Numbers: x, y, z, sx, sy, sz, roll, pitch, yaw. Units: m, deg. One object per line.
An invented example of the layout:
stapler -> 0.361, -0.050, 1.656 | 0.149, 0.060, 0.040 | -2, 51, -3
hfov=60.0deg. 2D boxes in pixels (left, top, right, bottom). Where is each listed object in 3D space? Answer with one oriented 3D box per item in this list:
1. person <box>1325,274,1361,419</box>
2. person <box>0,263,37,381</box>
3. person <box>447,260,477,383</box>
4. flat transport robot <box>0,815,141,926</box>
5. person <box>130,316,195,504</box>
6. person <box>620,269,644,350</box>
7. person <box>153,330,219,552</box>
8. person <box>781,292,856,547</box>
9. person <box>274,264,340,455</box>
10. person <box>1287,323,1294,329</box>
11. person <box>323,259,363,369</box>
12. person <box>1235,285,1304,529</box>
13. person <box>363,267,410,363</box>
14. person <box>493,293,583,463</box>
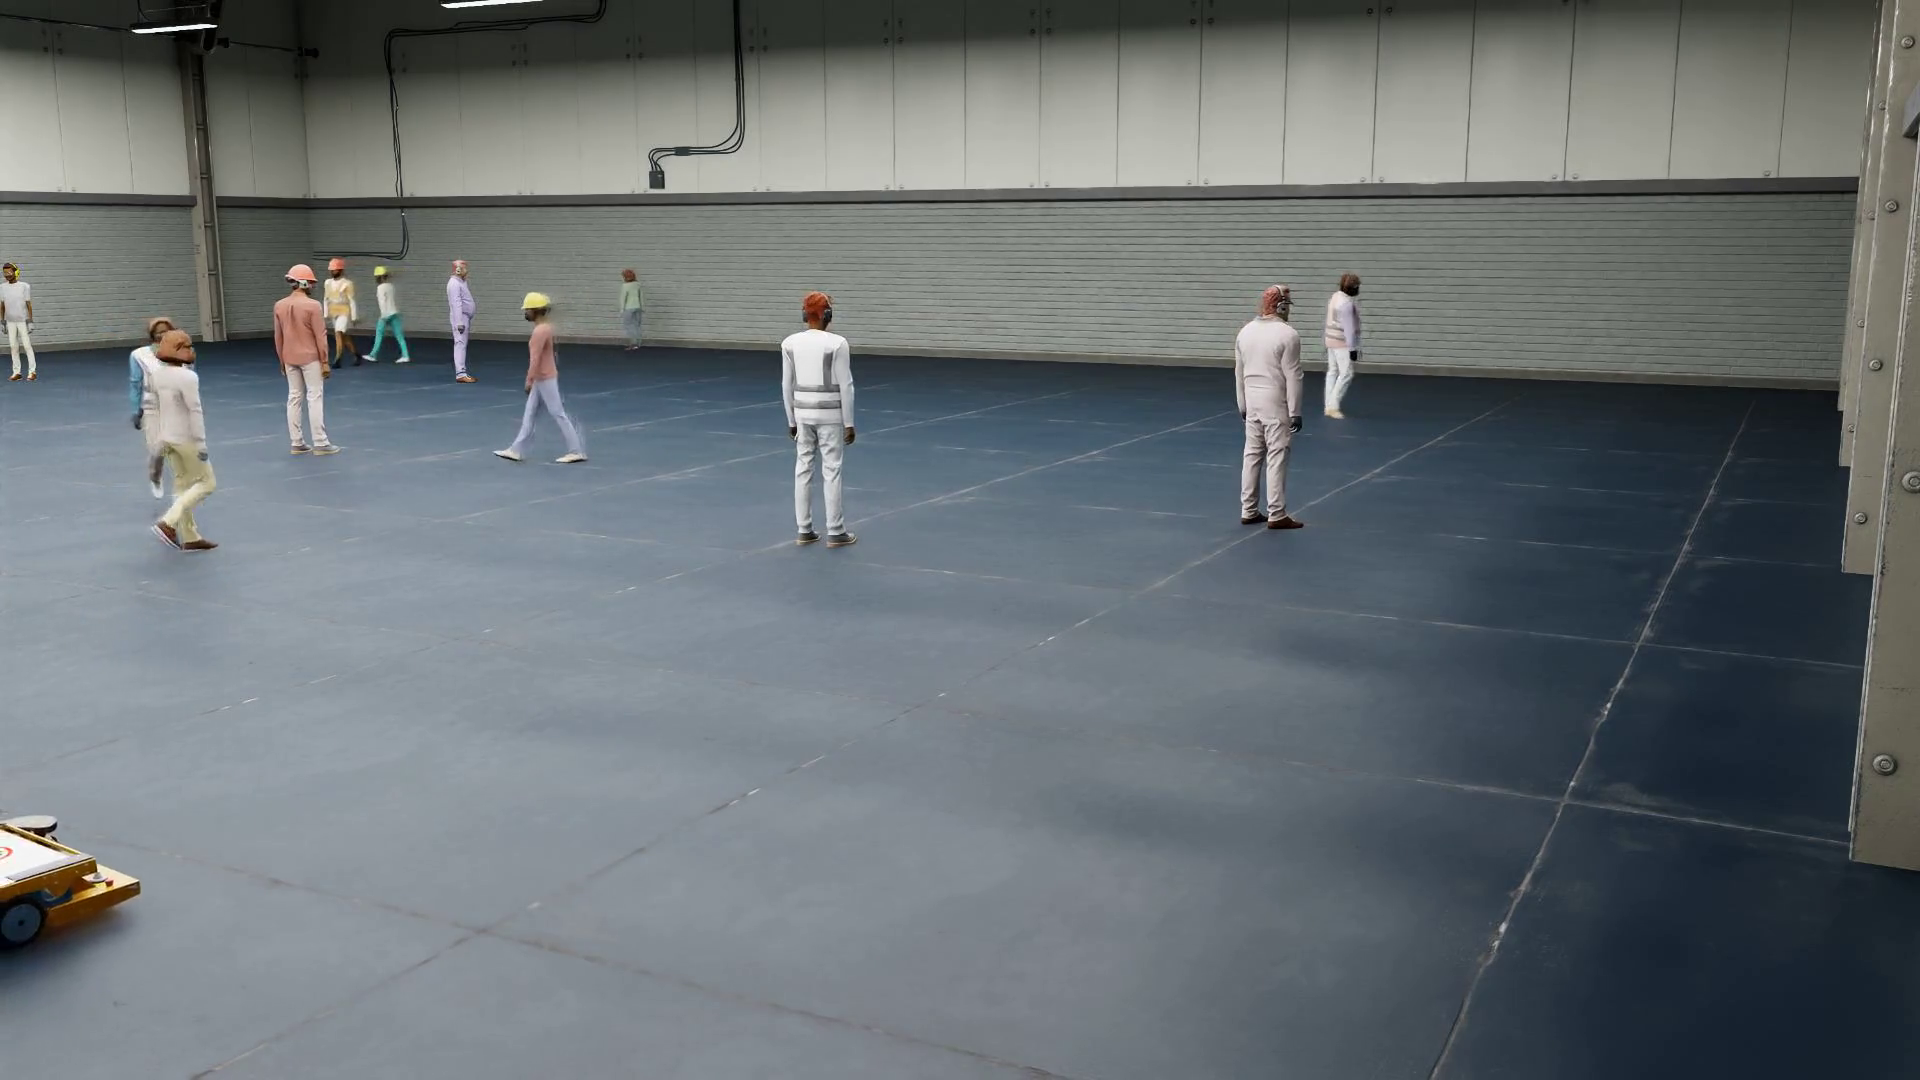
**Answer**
person -> 4.827, -2.435, 20.974 | 0.433, 1.816, 0.682 | 0, 10, -1
person -> -14.940, -3.448, 26.345 | 0.509, 1.863, 0.311 | -1, 10, -3
person -> -7.793, -3.420, 26.051 | 0.410, 1.912, 0.643 | -2, 11, -13
flat transport robot -> -3.479, 1.207, 5.291 | 0.652, 0.197, 1.431 | 7, 12, 34
person -> -6.701, -1.075, 14.029 | 0.532, 1.621, 0.473 | -7, 13, -34
person -> -6.587, -4.628, 33.468 | 0.322, 1.623, 0.564 | 8, 13, 36
person -> -5.615, -0.698, 11.968 | 0.514, 1.621, 0.435 | 7, 13, 35
person -> -1.032, -0.882, 12.289 | 0.576, 1.882, 0.351 | 5, 11, 24
person -> -6.872, -1.883, 17.454 | 0.610, 1.989, 0.391 | 4, 11, 19
person -> 3.492, -1.924, 18.737 | 0.519, 1.602, 0.842 | 5, 12, 26
person -> -10.736, -3.935, 28.911 | 0.543, 1.903, 0.949 | 4, 11, 21
person -> 2.463, -1.042, 13.091 | 0.407, 1.906, 0.655 | -7, 12, -33
person -> -10.383, -4.044, 29.966 | 0.884, 1.717, 0.570 | 1, 10, 7
person -> -4.251, -1.621, 16.745 | 0.898, 1.711, 0.545 | -2, 11, -9
